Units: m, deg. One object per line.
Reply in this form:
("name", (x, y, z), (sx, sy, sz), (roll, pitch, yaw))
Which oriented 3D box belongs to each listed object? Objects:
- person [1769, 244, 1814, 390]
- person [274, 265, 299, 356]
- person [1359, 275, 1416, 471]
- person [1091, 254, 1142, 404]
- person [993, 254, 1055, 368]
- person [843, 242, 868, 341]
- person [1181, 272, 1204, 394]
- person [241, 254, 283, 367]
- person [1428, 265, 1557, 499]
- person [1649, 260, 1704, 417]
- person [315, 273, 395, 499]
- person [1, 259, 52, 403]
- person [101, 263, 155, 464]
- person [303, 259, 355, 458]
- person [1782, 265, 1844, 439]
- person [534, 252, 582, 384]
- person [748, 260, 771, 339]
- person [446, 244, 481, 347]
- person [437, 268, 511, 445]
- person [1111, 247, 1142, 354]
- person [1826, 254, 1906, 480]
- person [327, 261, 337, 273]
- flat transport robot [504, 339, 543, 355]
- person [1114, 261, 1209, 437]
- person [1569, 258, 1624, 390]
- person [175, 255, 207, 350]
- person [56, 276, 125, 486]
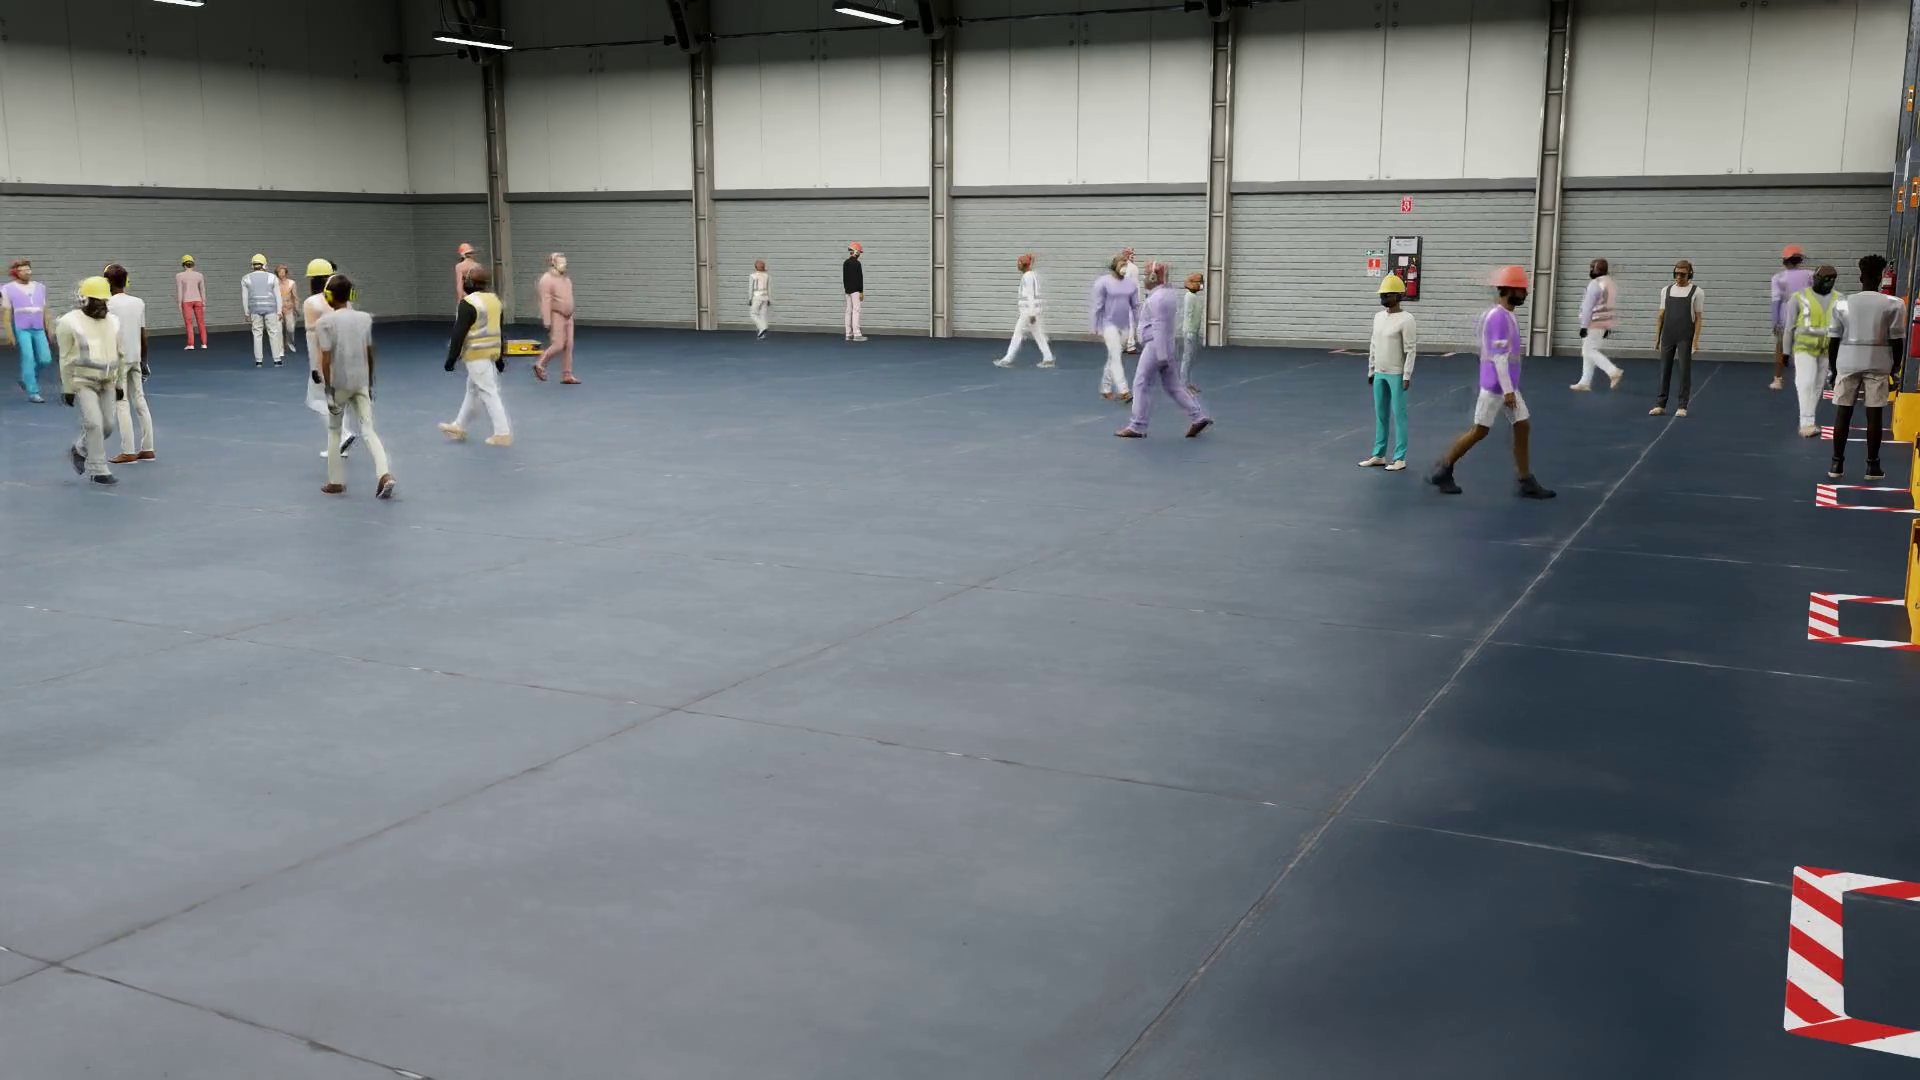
("person", (11.357, -3.019, 22.669), (0.608, 2.021, 0.806), (1, 10, 4))
("person", (-12.028, -4.069, 29.489), (0.549, 1.618, 0.585), (-5, 12, -26))
("person", (3.913, -1.517, 15.150), (0.323, 1.769, 0.523), (-5, 12, -28))
("person", (2.048, -2.667, 21.088), (0.657, 1.883, 1.032), (-6, 12, -30))
("person", (1.075, -3.672, 26.753), (1.004, 1.828, 0.595), (1, 10, 7))
("person", (-2.134, -5.037, 33.746), (0.392, 1.987, 0.611), (-7, 13, -34))
("person", (3.138, -2.792, 22.469), (0.266, 1.631, 0.507), (3, 11, 18))
("person", (-11.297, -3.710, 26.961), (0.588, 1.822, 0.403), (-3, 11, -17))
("person", (4.349, -1.281, 13.537), (0.980, 1.898, 0.546), (7, 12, 33))
("person", (8.444, -2.366, 19.574), (0.505, 1.844, 0.344), (9, 14, 42))
("person", (-4.943, -1.247, 13.524), (0.516, 1.836, 0.917), (-10, 14, -43))
("person", (-11.914, -2.664, 21.235), (0.475, 1.826, 0.586), (5, 12, 27))
("person", (-7.840, -1.645, 15.579), (0.312, 1.866, 0.538), (4, 11, 21))
("person", (-6.001, -1.716, 15.848), (0.466, 1.908, 0.592), (5, 11, 25))
("person", (9.068, -1.974, 17.524), (0.653, 1.807, 0.788), (0, 10, 2))
("person", (-5.766, -3.163, 23.803), (0.579, 1.890, 0.646), (4, 11, 20))
("person", (-4.117, -4.938, 34.195), (0.531, 1.621, 0.393), (-9, 13, -39))
("person", (-9.248, -4.531, 31.043), (0.936, 1.957, 0.657), (7, 12, 33))
("person", (-5.001, -1.869, 16.996), (0.944, 1.795, 0.626), (2, 11, 12))
("person", (3.024, -4.296, 29.919), (0.406, 1.911, 0.639), (-8, 13, -39))
("person", (7.916, -1.509, 14.563), (0.606, 1.967, 0.367), (7, 13, 34))
("person", (-11.026, -4.067, 29.256), (0.542, 1.681, 0.359), (1, 10, 7))
("flat transport robot", (-7.943, -3.477, 29.922), (0.652, 0.197, 1.431), (-4, 11, -22))
("person", (2.150, -1.991, 17.471), (0.937, 1.871, 0.635), (4, 11, 21))
("person", (8.726, -2.922, 22.669), (0.700, 1.821, 0.634), (9, 13, 39))
("person", (-14.344, -4.426, 31.016), (0.326, 1.767, 0.533), (9, 14, 40))
("person", (-7.453, -1.356, 14.228), (0.682, 1.797, 0.599), (5, 11, 24))
